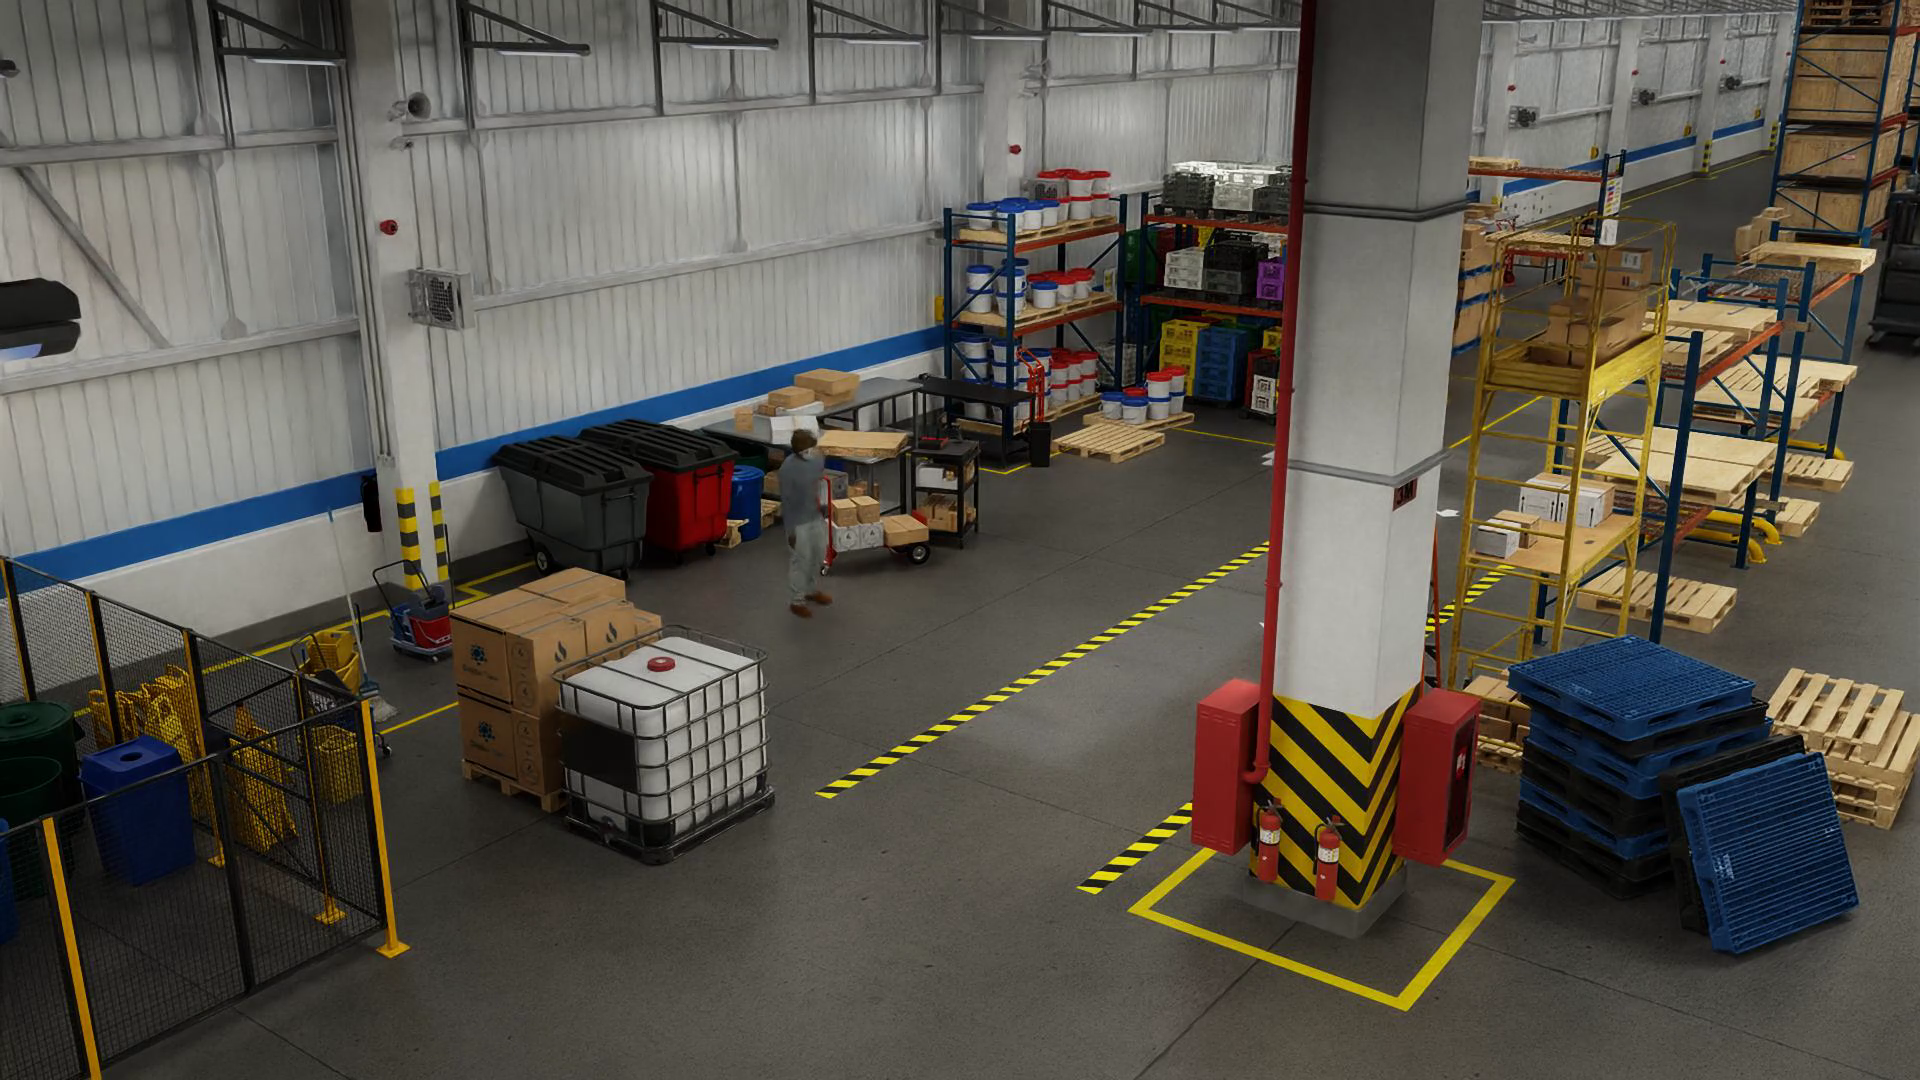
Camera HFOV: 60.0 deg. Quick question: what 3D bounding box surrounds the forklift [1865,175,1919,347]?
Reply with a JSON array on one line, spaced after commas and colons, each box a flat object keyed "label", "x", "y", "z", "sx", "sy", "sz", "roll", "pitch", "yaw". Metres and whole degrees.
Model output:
[{"label": "forklift", "x": 16.277, "y": -4.717, "z": 28.057, "sx": 1.129, "sy": 2.768, "sz": 1.873, "roll": 13, "pitch": 22, "yaw": 34}]

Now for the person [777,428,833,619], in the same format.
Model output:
[{"label": "person", "x": -1.478, "y": -0.167, "z": 15.690, "sx": 0.474, "sy": 1.895, "sz": 0.659, "roll": 12, "pitch": 22, "yaw": 33}]
